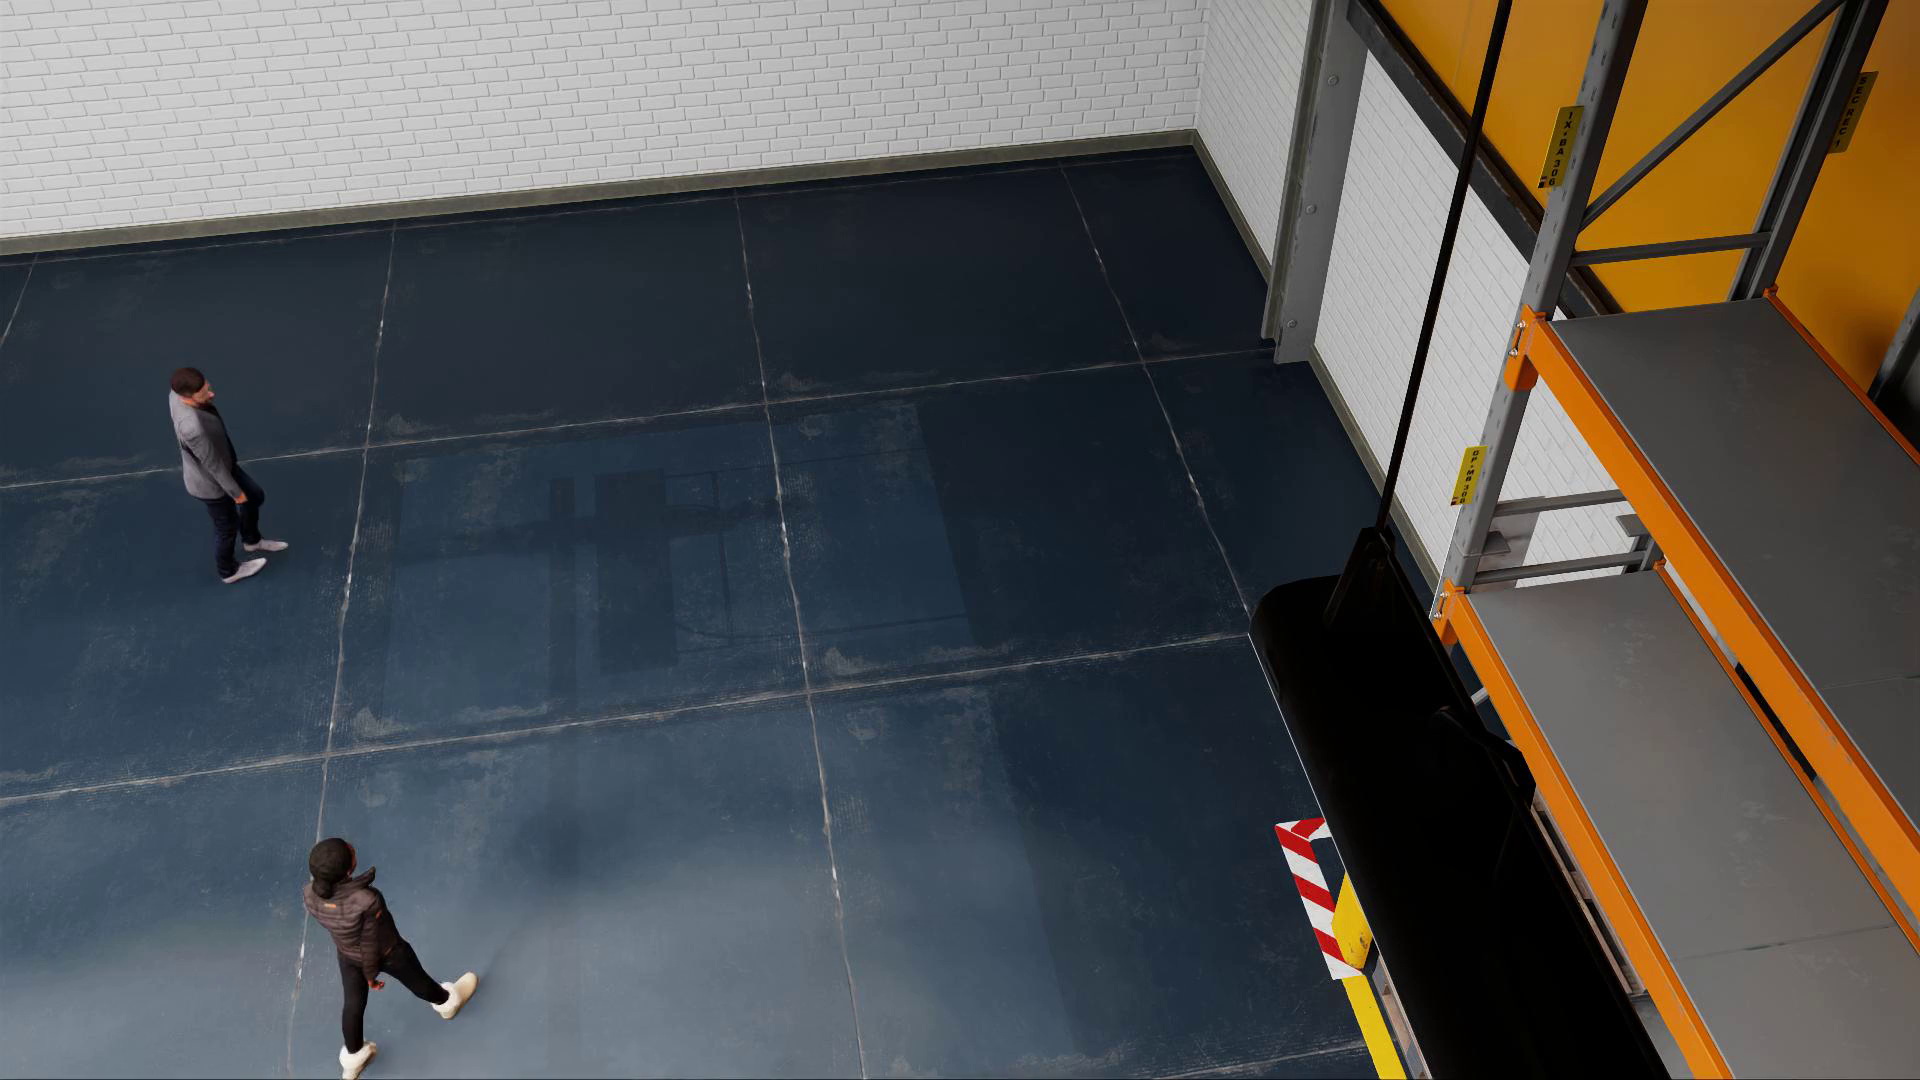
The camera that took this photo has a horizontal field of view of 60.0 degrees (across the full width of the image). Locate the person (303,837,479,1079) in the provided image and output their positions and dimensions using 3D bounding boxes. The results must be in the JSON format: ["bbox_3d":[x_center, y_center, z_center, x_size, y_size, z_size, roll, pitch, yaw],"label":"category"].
[{"bbox_3d":[-2.931,1.963,8.469,1.116,1.663,0.923,-4,44,-5],"label":"person"}]

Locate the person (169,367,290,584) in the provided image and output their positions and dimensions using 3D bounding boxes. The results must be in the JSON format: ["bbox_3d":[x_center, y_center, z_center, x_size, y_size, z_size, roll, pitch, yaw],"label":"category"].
[{"bbox_3d":[-4.907,-0.435,10.859,0.877,1.839,0.725,-25,49,-24],"label":"person"}]
